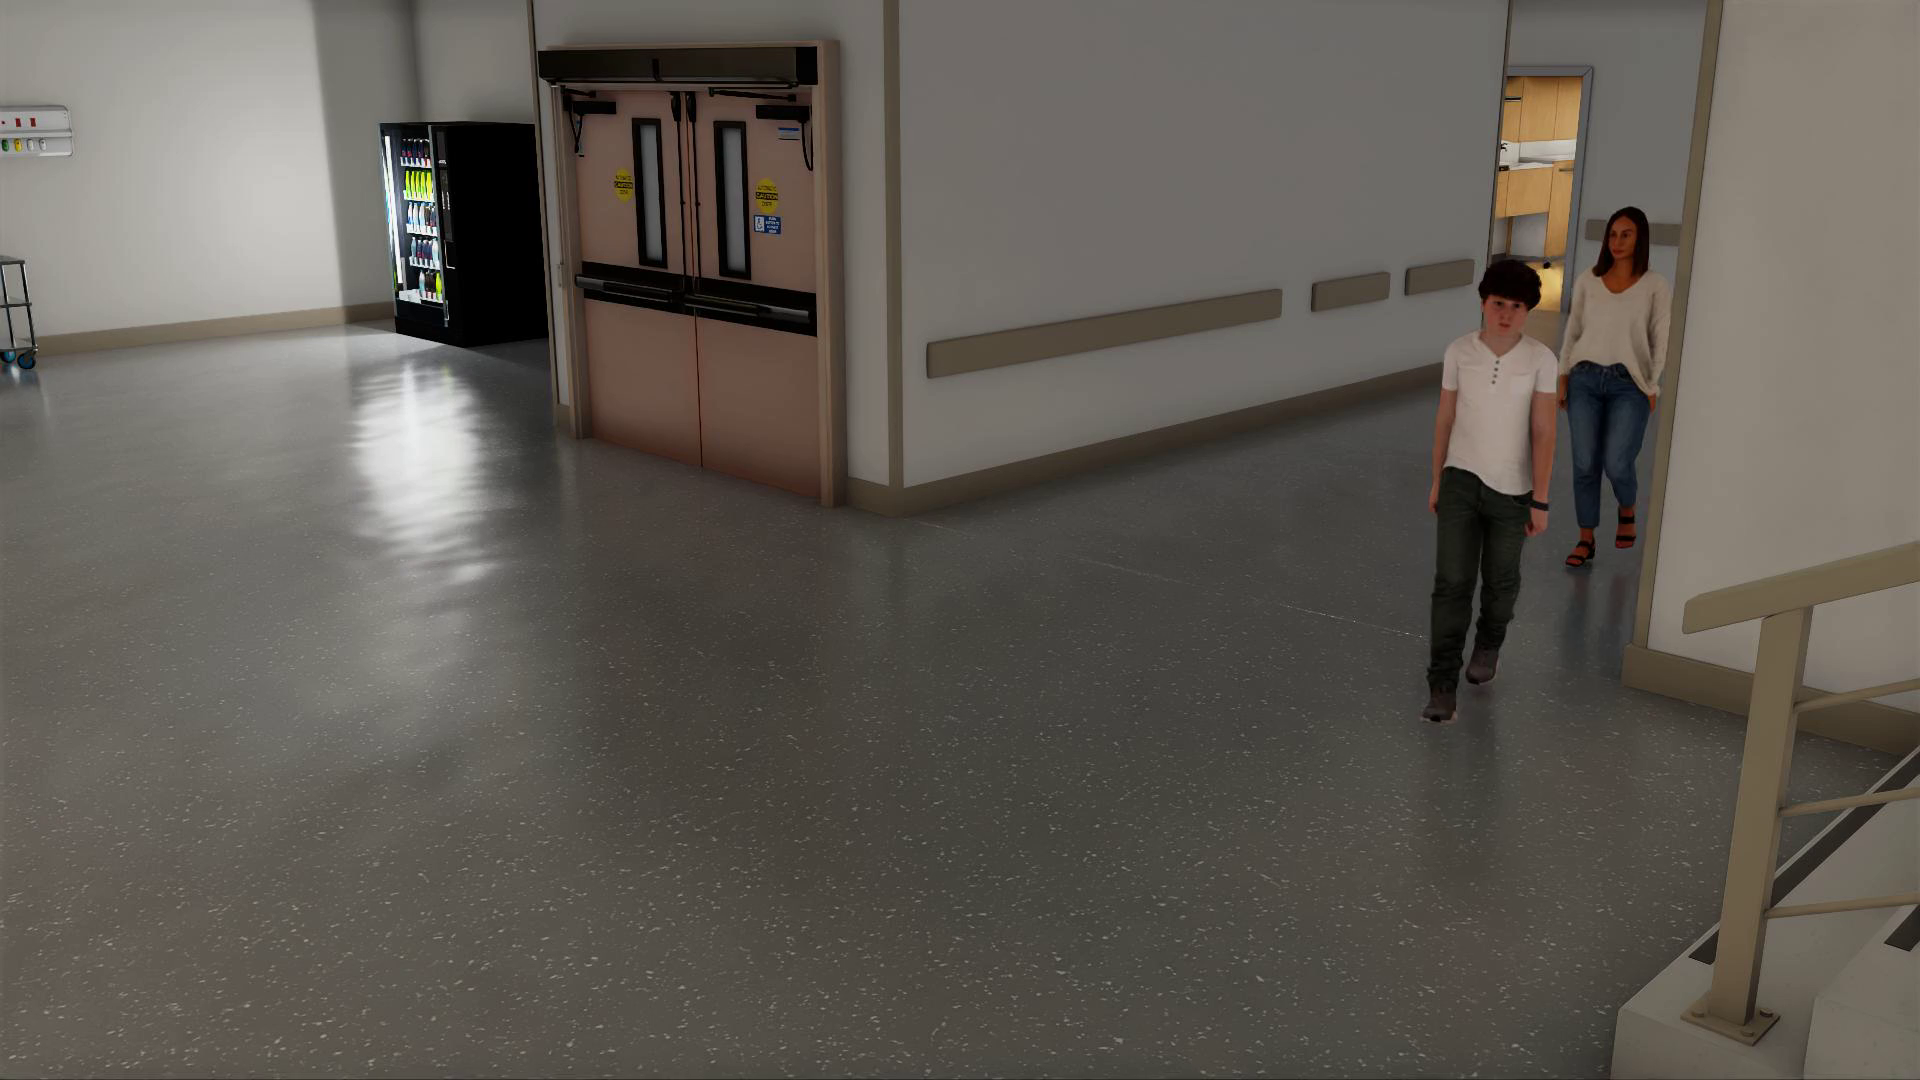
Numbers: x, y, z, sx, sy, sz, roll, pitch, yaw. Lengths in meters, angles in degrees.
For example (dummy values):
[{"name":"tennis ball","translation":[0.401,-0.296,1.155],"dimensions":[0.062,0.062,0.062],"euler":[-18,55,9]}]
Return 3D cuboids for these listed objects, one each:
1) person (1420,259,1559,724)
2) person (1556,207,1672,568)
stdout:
[{"name":"person","translation":[1.921,-0.169,5.976],"dimensions":[1.150,1.604,0.924],"euler":[7,17,23]},{"name":"person","translation":[3.066,-0.708,7.768],"dimensions":[0.611,1.670,0.689],"euler":[14,21,40]}]
